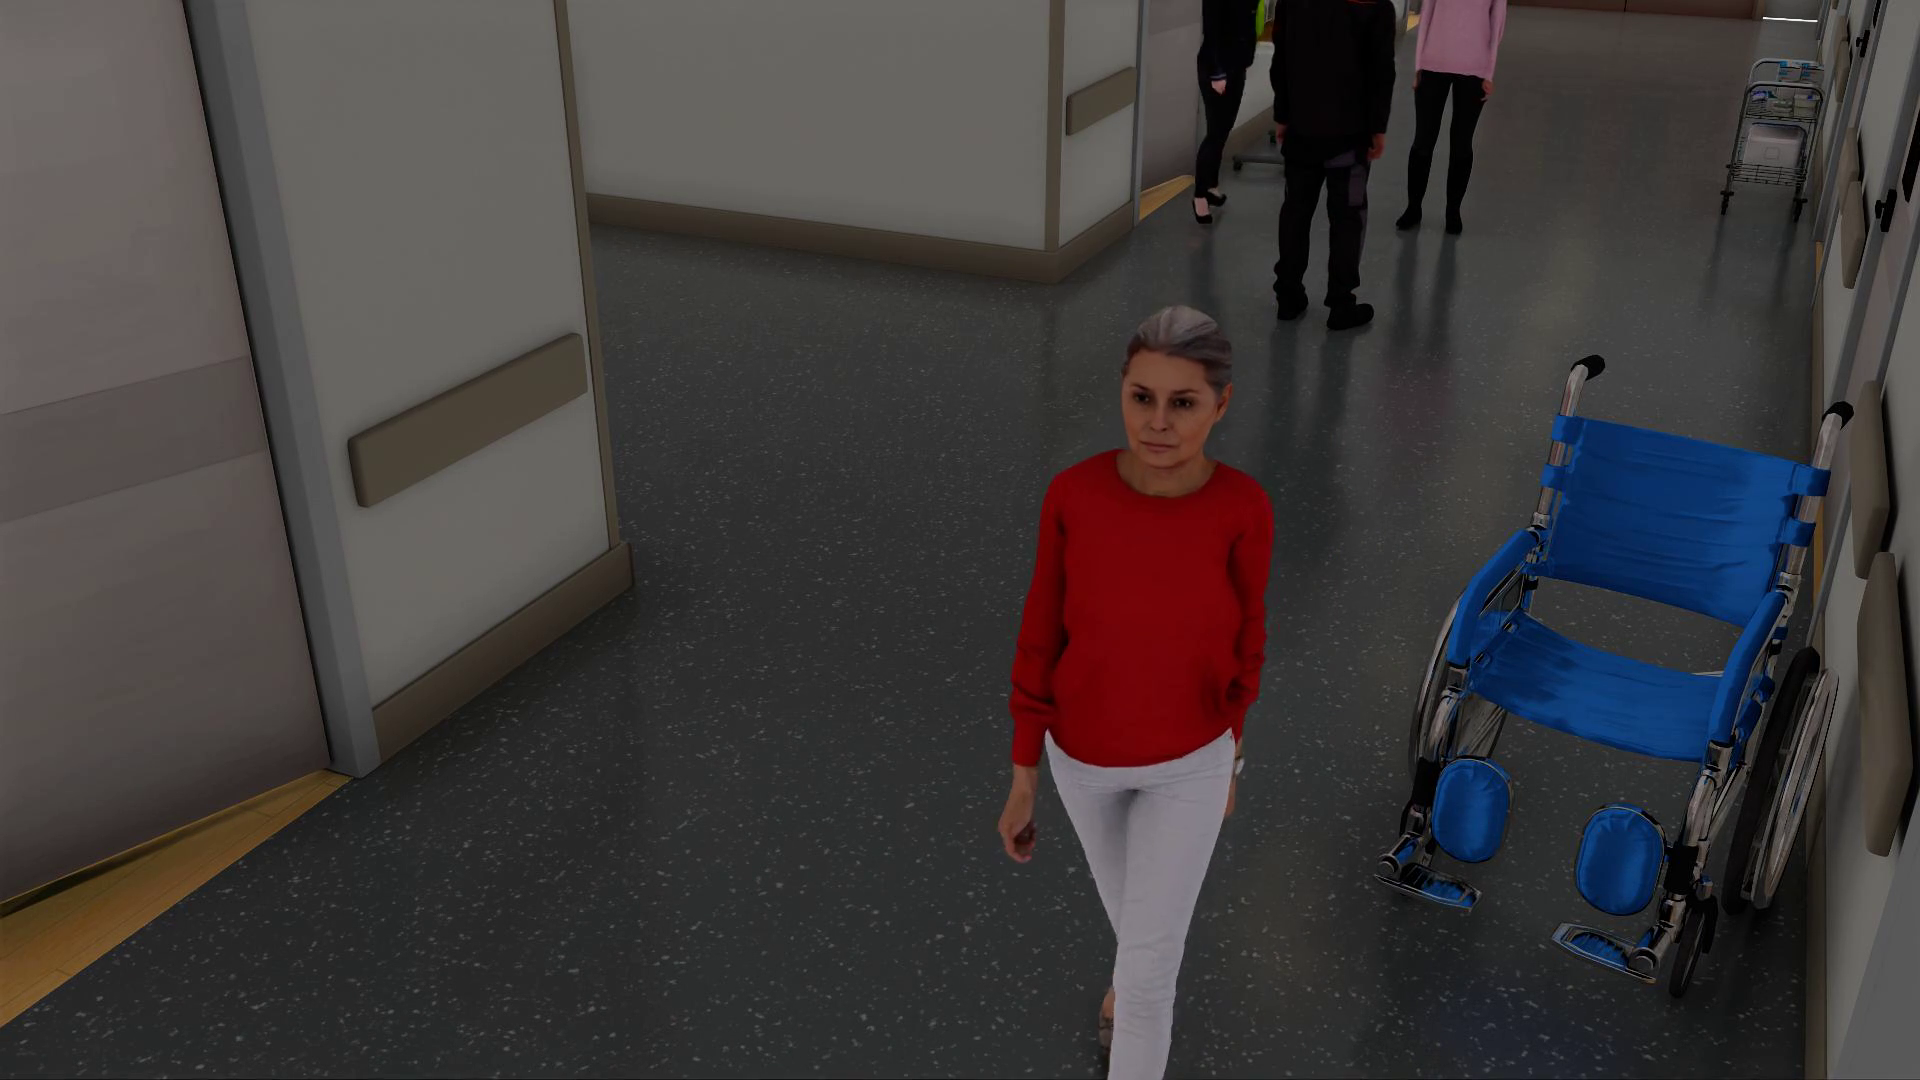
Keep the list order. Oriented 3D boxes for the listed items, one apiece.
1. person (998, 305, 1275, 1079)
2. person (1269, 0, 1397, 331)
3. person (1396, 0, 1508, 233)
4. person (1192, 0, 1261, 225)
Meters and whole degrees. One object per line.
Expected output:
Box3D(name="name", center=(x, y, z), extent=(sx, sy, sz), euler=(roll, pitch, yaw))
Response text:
Box3D(name="person", center=(0.324, 0.382, 3.019), extent=(0.700, 1.640, 1.189), euler=(7, 27, 14))
Box3D(name="person", center=(1.667, -1.891, 7.480), extent=(0.826, 1.860, 0.726), euler=(21, 33, 37))
Box3D(name="person", center=(2.684, -2.540, 9.025), extent=(0.599, 1.687, 0.541), euler=(10, 27, 20))
Box3D(name="person", center=(1.435, -2.590, 9.161), extent=(0.822, 1.659, 0.503), euler=(8, 27, 17))
